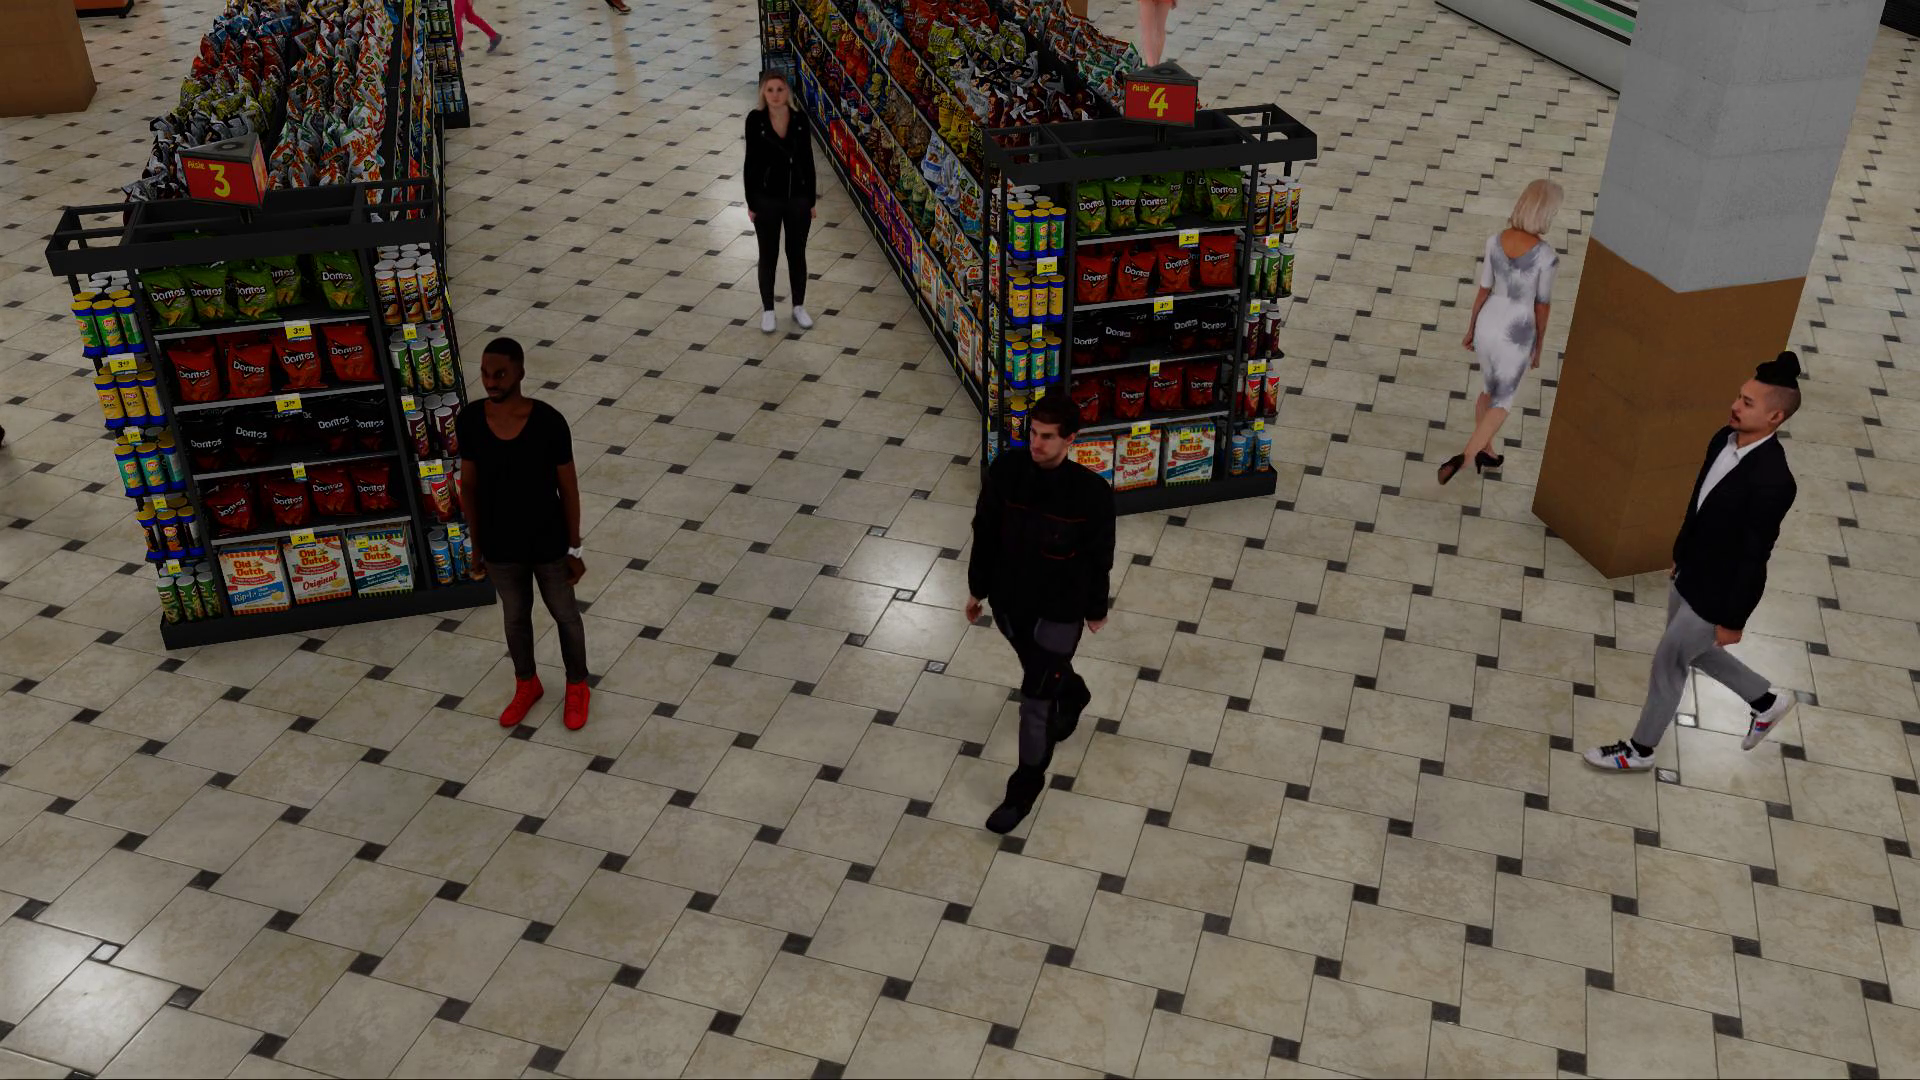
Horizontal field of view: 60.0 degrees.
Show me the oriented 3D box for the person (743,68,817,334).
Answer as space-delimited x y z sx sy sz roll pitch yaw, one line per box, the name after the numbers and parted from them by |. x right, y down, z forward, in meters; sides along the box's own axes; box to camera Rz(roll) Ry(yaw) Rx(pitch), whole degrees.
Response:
-1.128 -2.146 10.539 0.606 1.685 0.516 -8 33 -13 | person

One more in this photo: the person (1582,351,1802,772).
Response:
3.095 0.152 6.611 0.998 1.932 1.113 1 32 2 | person

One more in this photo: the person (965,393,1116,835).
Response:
0.371 0.209 6.646 1.221 1.799 1.236 20 37 28 | person

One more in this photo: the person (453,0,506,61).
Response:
-4.717 -5.258 15.944 0.739 1.258 0.886 -18 36 -27 | person

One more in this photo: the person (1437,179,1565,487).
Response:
2.819 -1.011 8.672 1.015 1.730 0.931 28 41 37 | person

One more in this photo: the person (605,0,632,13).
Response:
-3.654 -6.440 17.337 0.657 1.793 0.511 -11 34 -18 | person

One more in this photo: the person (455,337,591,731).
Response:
-1.821 -0.020 7.008 0.704 1.805 0.649 2 32 4 | person

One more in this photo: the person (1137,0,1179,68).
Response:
1.761 -4.921 14.967 0.707 1.719 1.143 -2 32 -3 | person
